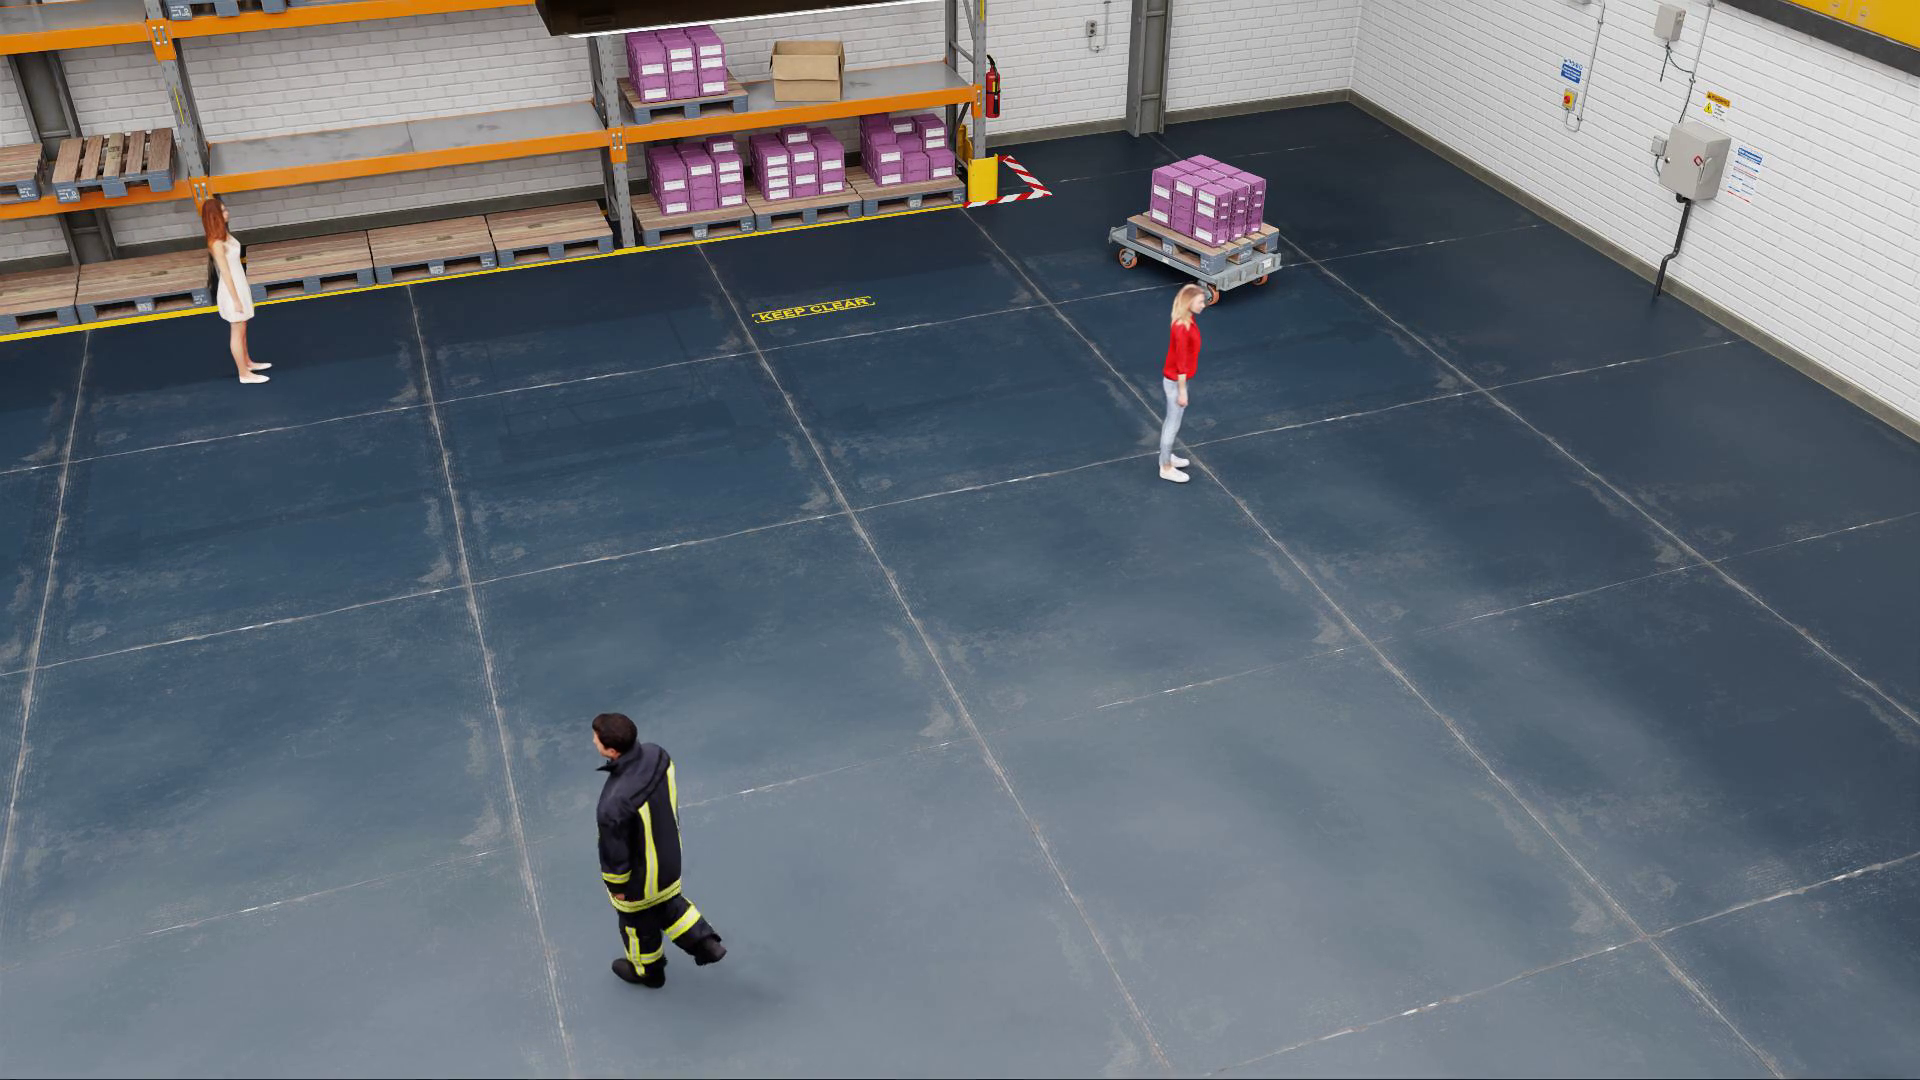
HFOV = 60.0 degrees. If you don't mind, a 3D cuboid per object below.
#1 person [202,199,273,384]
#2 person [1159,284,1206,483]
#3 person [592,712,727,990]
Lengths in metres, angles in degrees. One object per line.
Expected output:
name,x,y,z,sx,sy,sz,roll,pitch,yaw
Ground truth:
person,-6.510,-2.238,14.884,0.545,1.710,0.579,-8,34,-11
person,1.769,-1.289,13.459,0.679,1.707,0.689,5,34,8
person,-1.606,1.678,8.813,1.110,1.909,1.046,11,35,16
